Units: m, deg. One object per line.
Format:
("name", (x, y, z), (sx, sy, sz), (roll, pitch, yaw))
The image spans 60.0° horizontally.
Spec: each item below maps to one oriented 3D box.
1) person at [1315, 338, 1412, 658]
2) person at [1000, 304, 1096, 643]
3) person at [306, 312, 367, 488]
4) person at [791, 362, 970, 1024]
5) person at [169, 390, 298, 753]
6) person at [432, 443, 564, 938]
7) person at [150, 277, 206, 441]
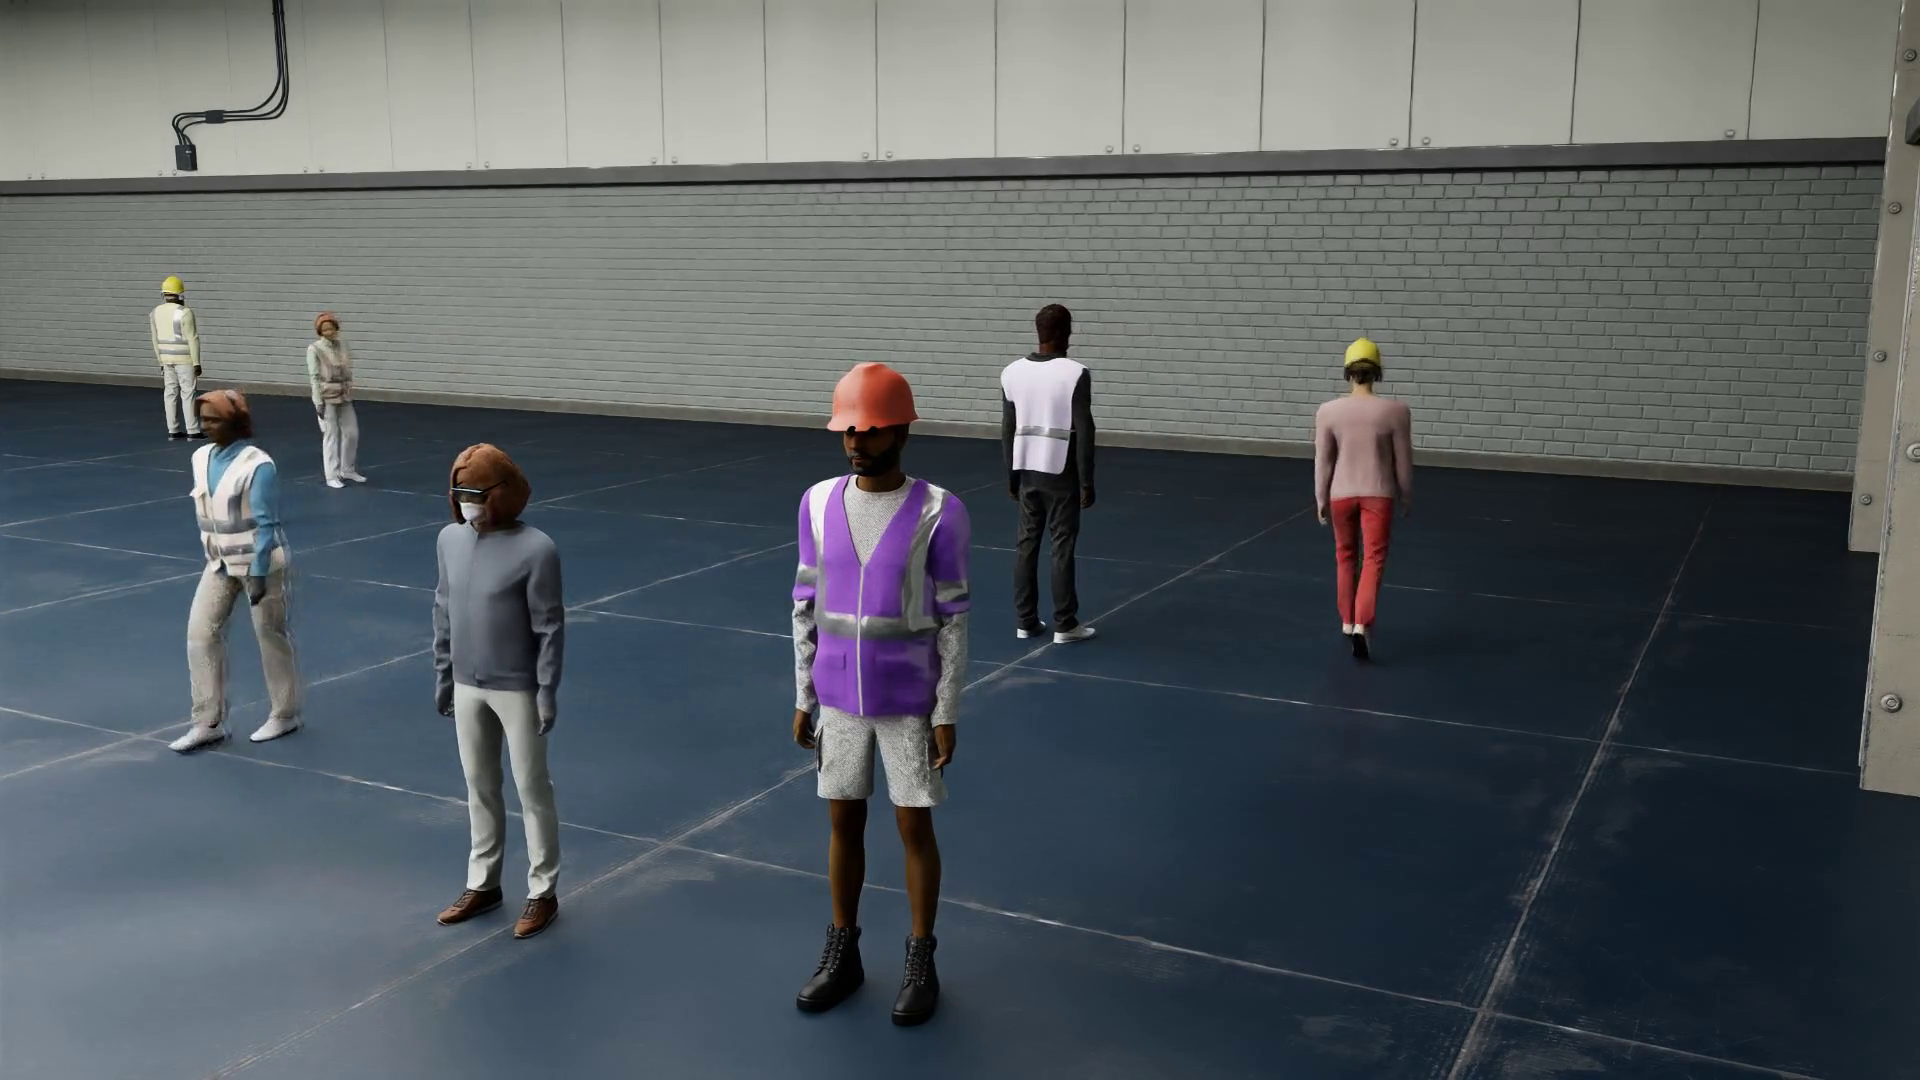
("person", (2.212, -0.247, 9.204), (0.520, 1.736, 0.836), (5, 11, 24))
("person", (0.497, -0.367, 9.410), (0.587, 1.908, 0.391), (7, 13, 35))
("person", (-5.683, -1.263, 15.093), (0.380, 1.607, 0.584), (4, 11, 21))
("person", (-0.243, 0.451, 4.865), (0.544, 1.939, 0.354), (3, 11, 18))
("person", (-3.268, 0.148, 7.371), (0.546, 1.607, 0.688), (5, 12, 27))
("person", (-1.524, 0.491, 5.479), (0.498, 1.633, 0.286), (4, 11, 23))
("person", (-8.720, -2.017, 18.601), (0.593, 1.837, 0.404), (4, 11, 19))
